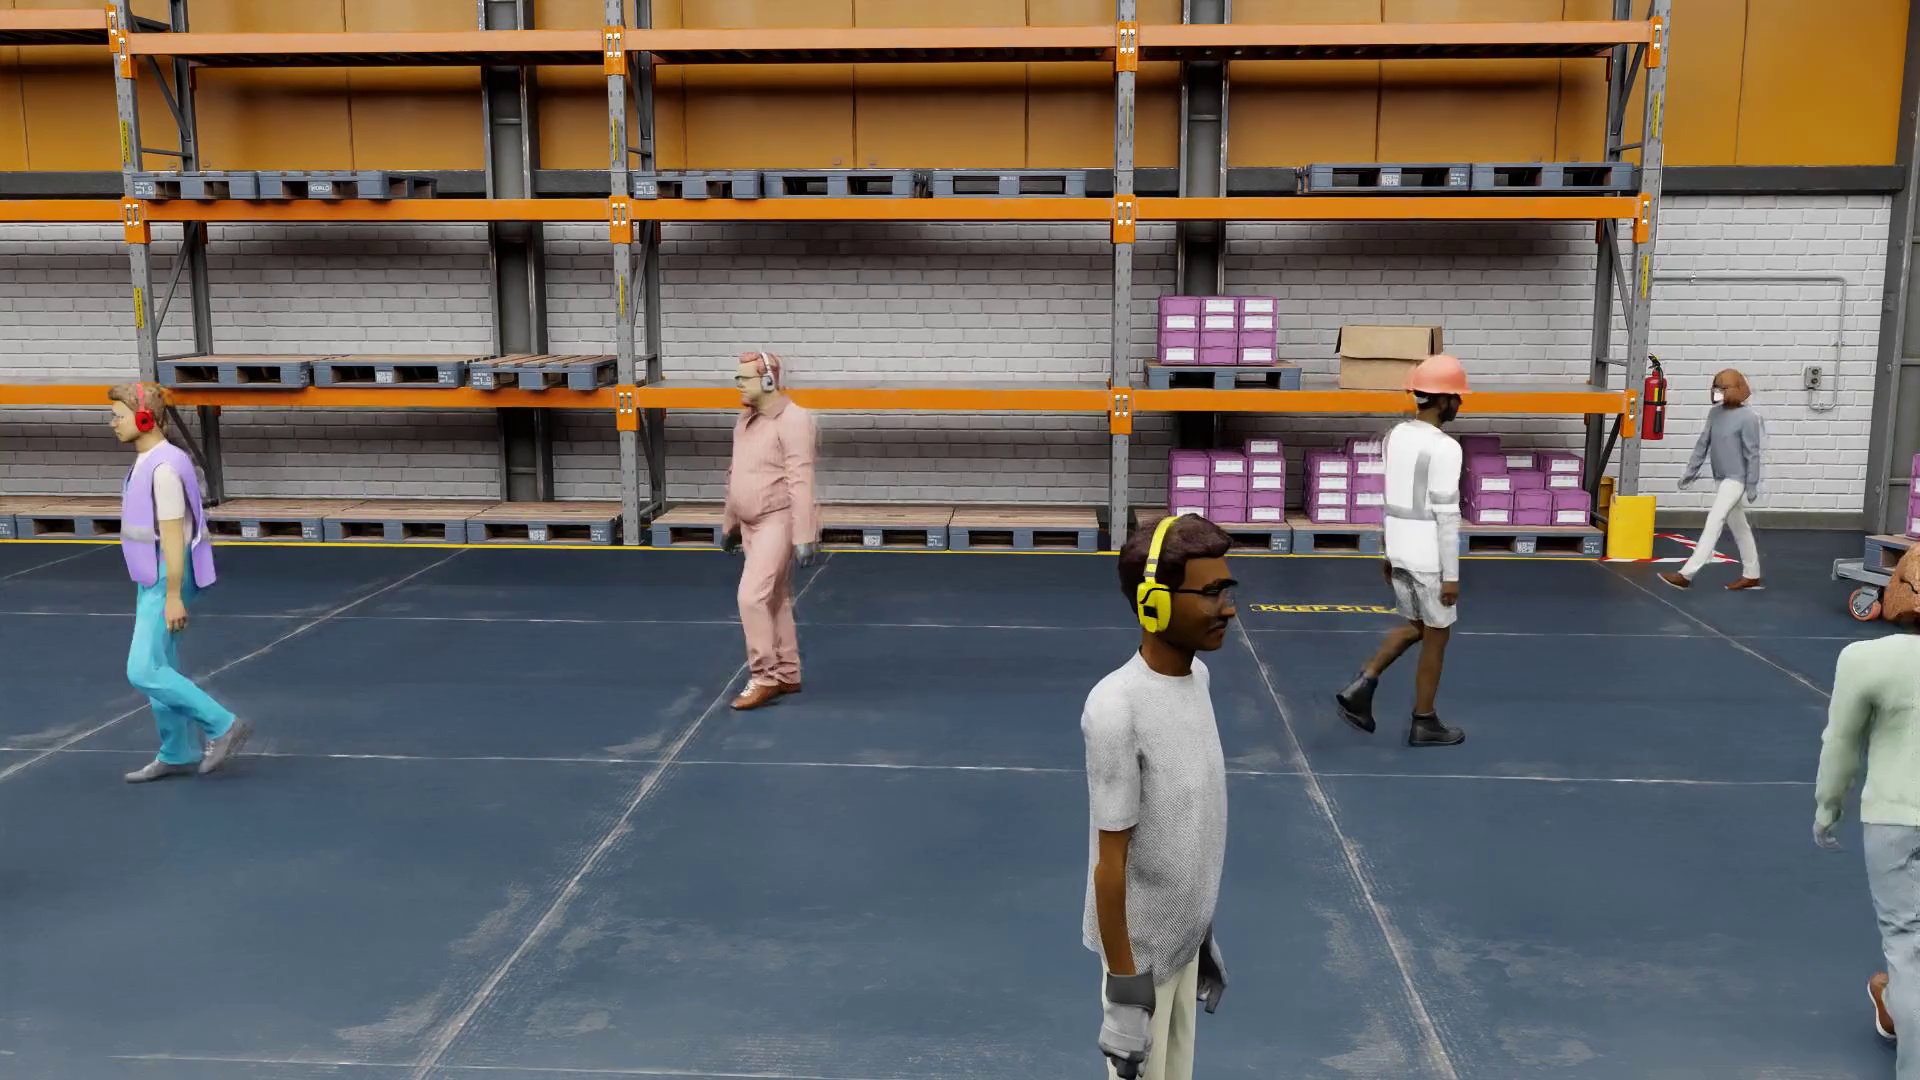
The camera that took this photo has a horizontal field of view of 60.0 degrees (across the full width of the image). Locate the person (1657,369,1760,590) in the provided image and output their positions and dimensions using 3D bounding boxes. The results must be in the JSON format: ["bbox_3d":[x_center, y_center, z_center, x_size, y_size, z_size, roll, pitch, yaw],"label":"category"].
[{"bbox_3d":[5.352,-0.409,11.760,0.864,1.584,0.497,-1,10,-4],"label":"person"}]

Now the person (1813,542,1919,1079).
[{"bbox_3d":[2.703,0.787,4.725,0.508,1.581,0.865,2,10,12],"label":"person"}]

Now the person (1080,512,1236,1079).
[{"bbox_3d":[0.428,0.868,3.453,0.329,1.874,0.508,5,11,26],"label":"person"}]

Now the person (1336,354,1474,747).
[{"bbox_3d":[2.178,0.071,7.977,0.553,1.918,0.558,-3,10,-17],"label":"person"}]

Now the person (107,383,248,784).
[{"bbox_3d":[-3.581,0.205,7.465,0.437,1.824,0.585,-7,12,-34],"label":"person"}]

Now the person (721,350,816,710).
[{"bbox_3d":[-1.100,-0.051,8.789,0.664,1.883,0.668,-6,11,-32],"label":"person"}]
